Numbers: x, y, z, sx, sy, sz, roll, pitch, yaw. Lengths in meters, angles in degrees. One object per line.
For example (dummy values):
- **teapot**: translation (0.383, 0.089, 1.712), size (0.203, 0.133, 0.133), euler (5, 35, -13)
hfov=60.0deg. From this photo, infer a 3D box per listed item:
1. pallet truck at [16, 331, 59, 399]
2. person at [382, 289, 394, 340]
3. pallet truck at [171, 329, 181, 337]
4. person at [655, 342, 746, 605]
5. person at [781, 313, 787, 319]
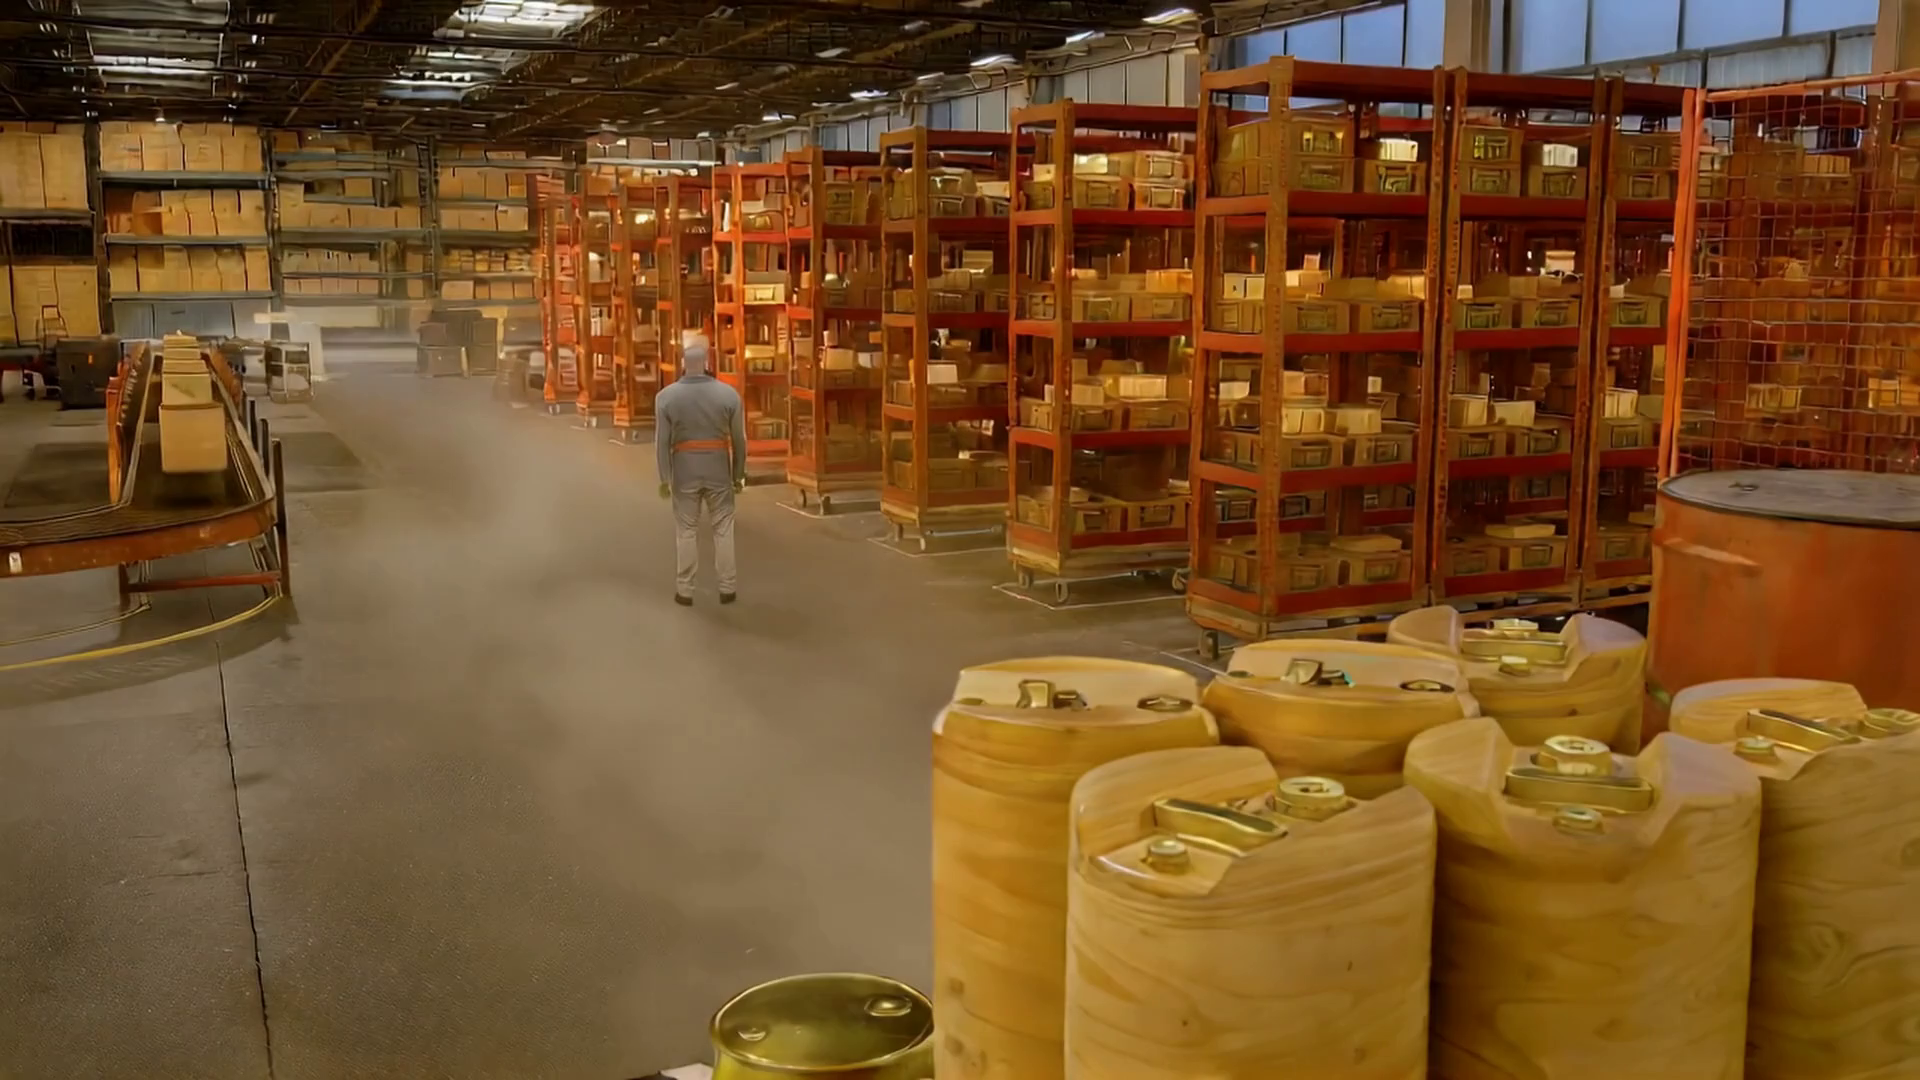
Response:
- **pallet truck**: translation (-17.082, -3.353, 31.781), size (1.630, 1.274, 0.653), euler (-4, 10, -25)
- **person**: translation (-18.998, -7.414, 55.336), size (0.404, 1.829, 0.591), euler (-3, 10, -16)
- **pallet truck**: translation (-17.275, -3.851, 35.096), size (1.601, 1.201, 0.680), euler (0, 9, 1)
- **person**: translation (-1.877, -0.477, 12.056), size (0.643, 1.910, 0.411), euler (-2, 9, -15)
- **person**: translation (-4.659, -5.974, 45.941), size (0.611, 1.985, 0.415), euler (-5, 11, -30)
